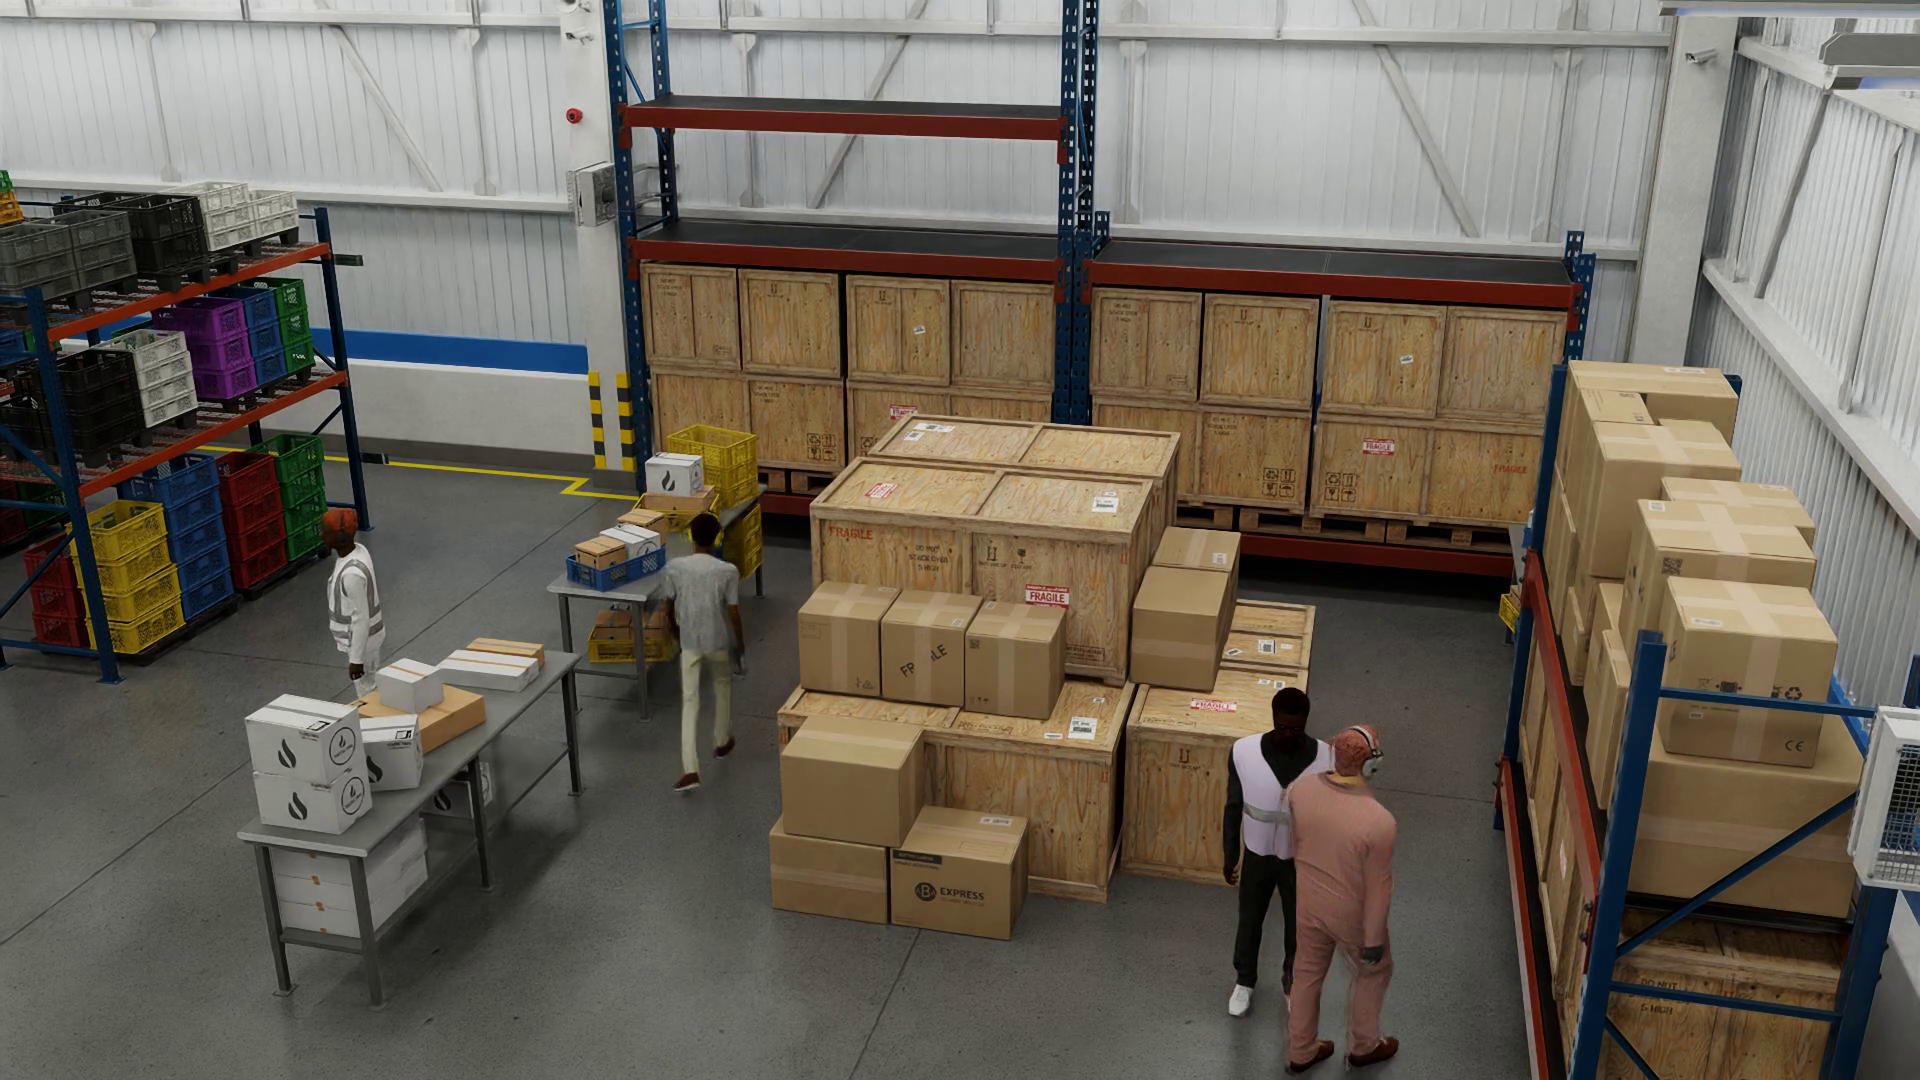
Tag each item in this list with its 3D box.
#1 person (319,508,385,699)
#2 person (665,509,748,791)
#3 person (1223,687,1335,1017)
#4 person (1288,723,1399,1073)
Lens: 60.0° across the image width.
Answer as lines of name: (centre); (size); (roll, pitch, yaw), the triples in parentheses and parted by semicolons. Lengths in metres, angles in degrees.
person: (-3.985, 0.672, 11.007); (0.352, 1.884, 0.576); (-8, 22, -19)
person: (-1.677, 0.735, 10.964); (0.531, 1.813, 0.875); (-1, 21, -3)
person: (1.640, 1.601, 8.540); (0.585, 1.912, 0.383); (5, 21, 12)
person: (1.945, 1.749, 8.181); (0.688, 1.884, 0.664); (-15, 25, -34)
